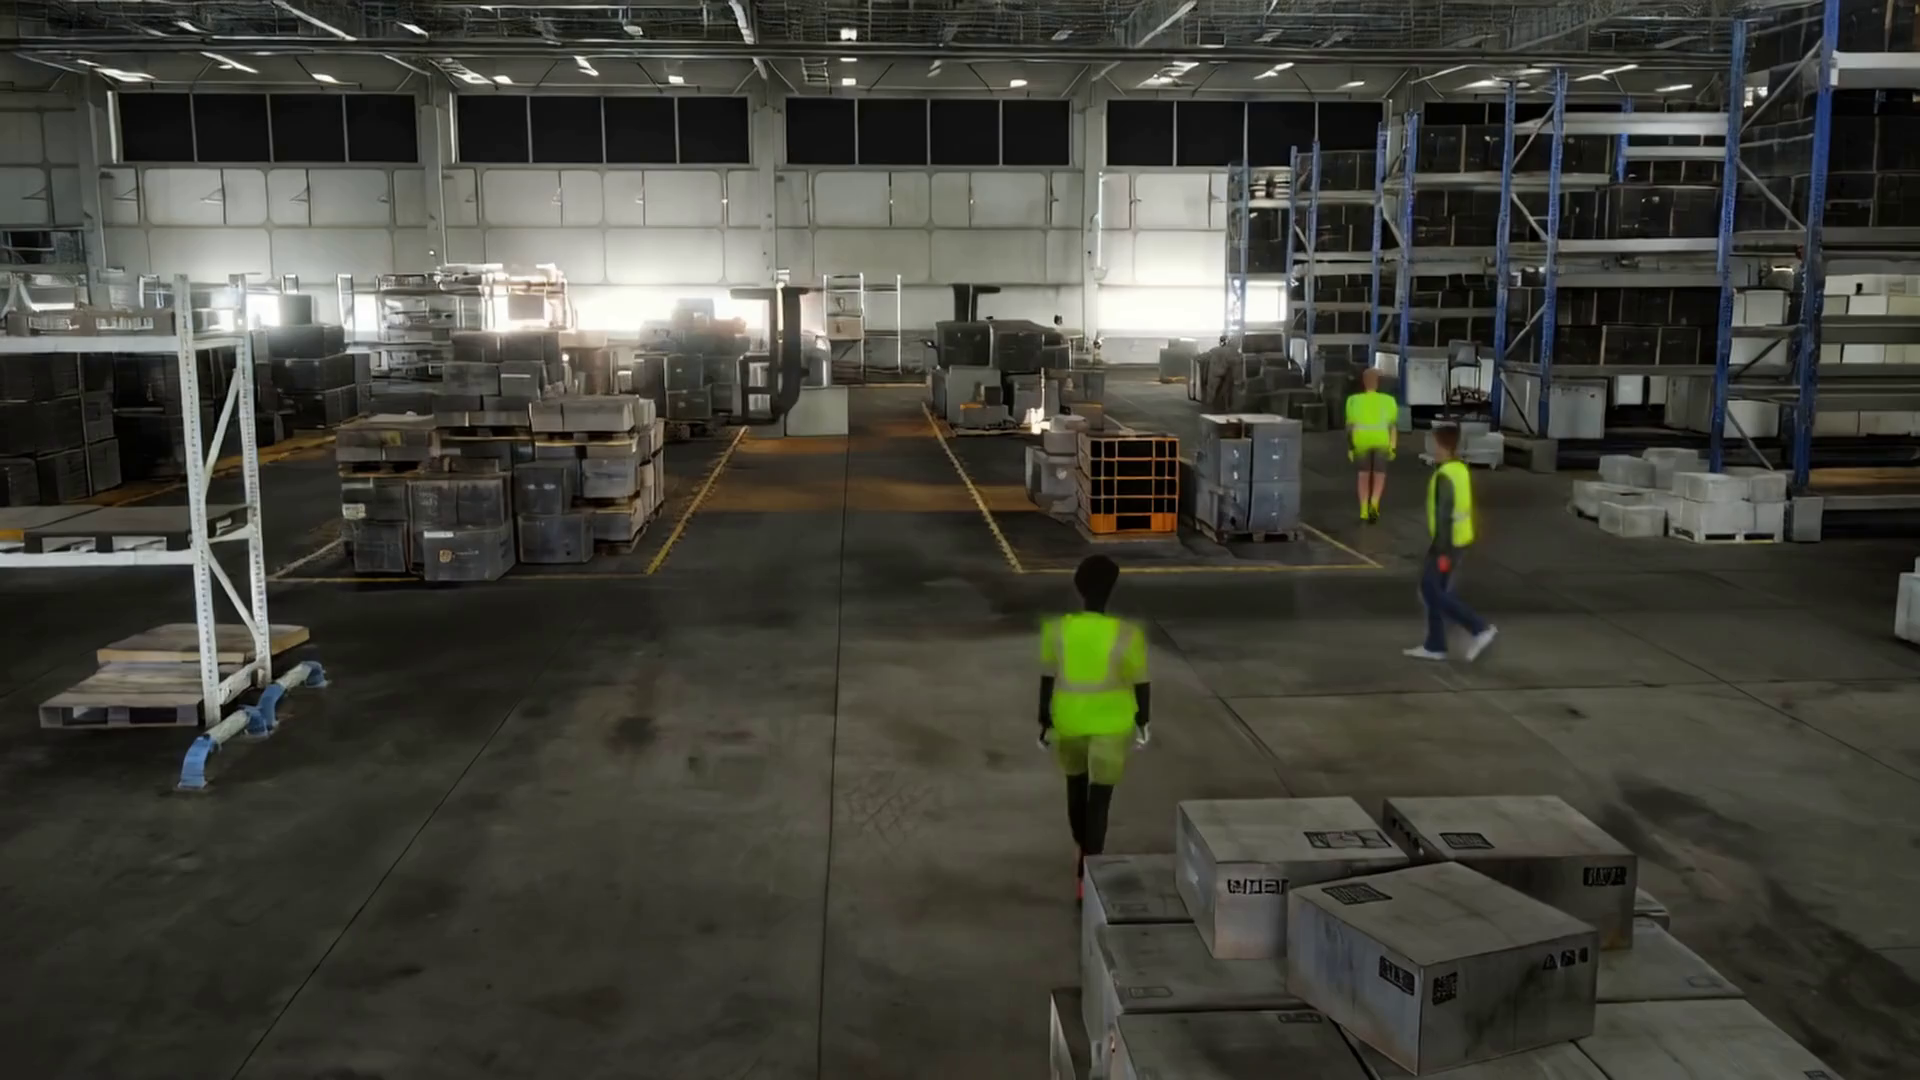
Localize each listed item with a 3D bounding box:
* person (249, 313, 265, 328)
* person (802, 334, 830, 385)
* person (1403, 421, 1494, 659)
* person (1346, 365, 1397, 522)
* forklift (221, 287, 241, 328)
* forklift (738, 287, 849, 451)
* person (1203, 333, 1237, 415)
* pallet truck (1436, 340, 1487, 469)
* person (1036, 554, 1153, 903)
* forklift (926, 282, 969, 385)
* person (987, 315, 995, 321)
[{"bbox_3d":[-20.250,-5.592,48.137,0.558,1.921,0.389,-2,9,-12],"label":"person"},{"bbox_3d":[-2.696,-2.821,30.762,0.624,1.945,0.734,2,9,14],"label":"person"},{"bbox_3d":[3.834,0.024,12.953,0.618,1.902,0.595,5,10,29],"label":"person"},{"bbox_3d":[4.989,-1.158,20.214,0.613,1.944,0.708,3,10,18],"label":"person"},{"bbox_3d":[-16.639,-4.472,38.110,1.873,2.768,1.129,-5,11,-30],"label":"forklift"},{"bbox_3d":[-2.862,-2.959,28.607,1.873,2.768,1.129,-1,9,-4],"label":"forklift"},{"bbox_3d":[5.326,-3.273,33.851,0.673,1.878,0.841,7,11,38],"label":"person"},{"bbox_3d":[8.004,-2.170,26.422,0.823,1.965,1.885,2,9,14],"label":"pallet truck"},{"bbox_3d":[0.689,0.890,8.224,0.554,1.659,0.797,3,10,18],"label":"person"},{"bbox_3d":[0.030,-5.569,45.001,1.873,2.768,1.129,-1,9,-4],"label":"forklift"},{"bbox_3d":[0.793,-5.428,47.183,0.936,1.908,0.641,1,9,7],"label":"person"}]
